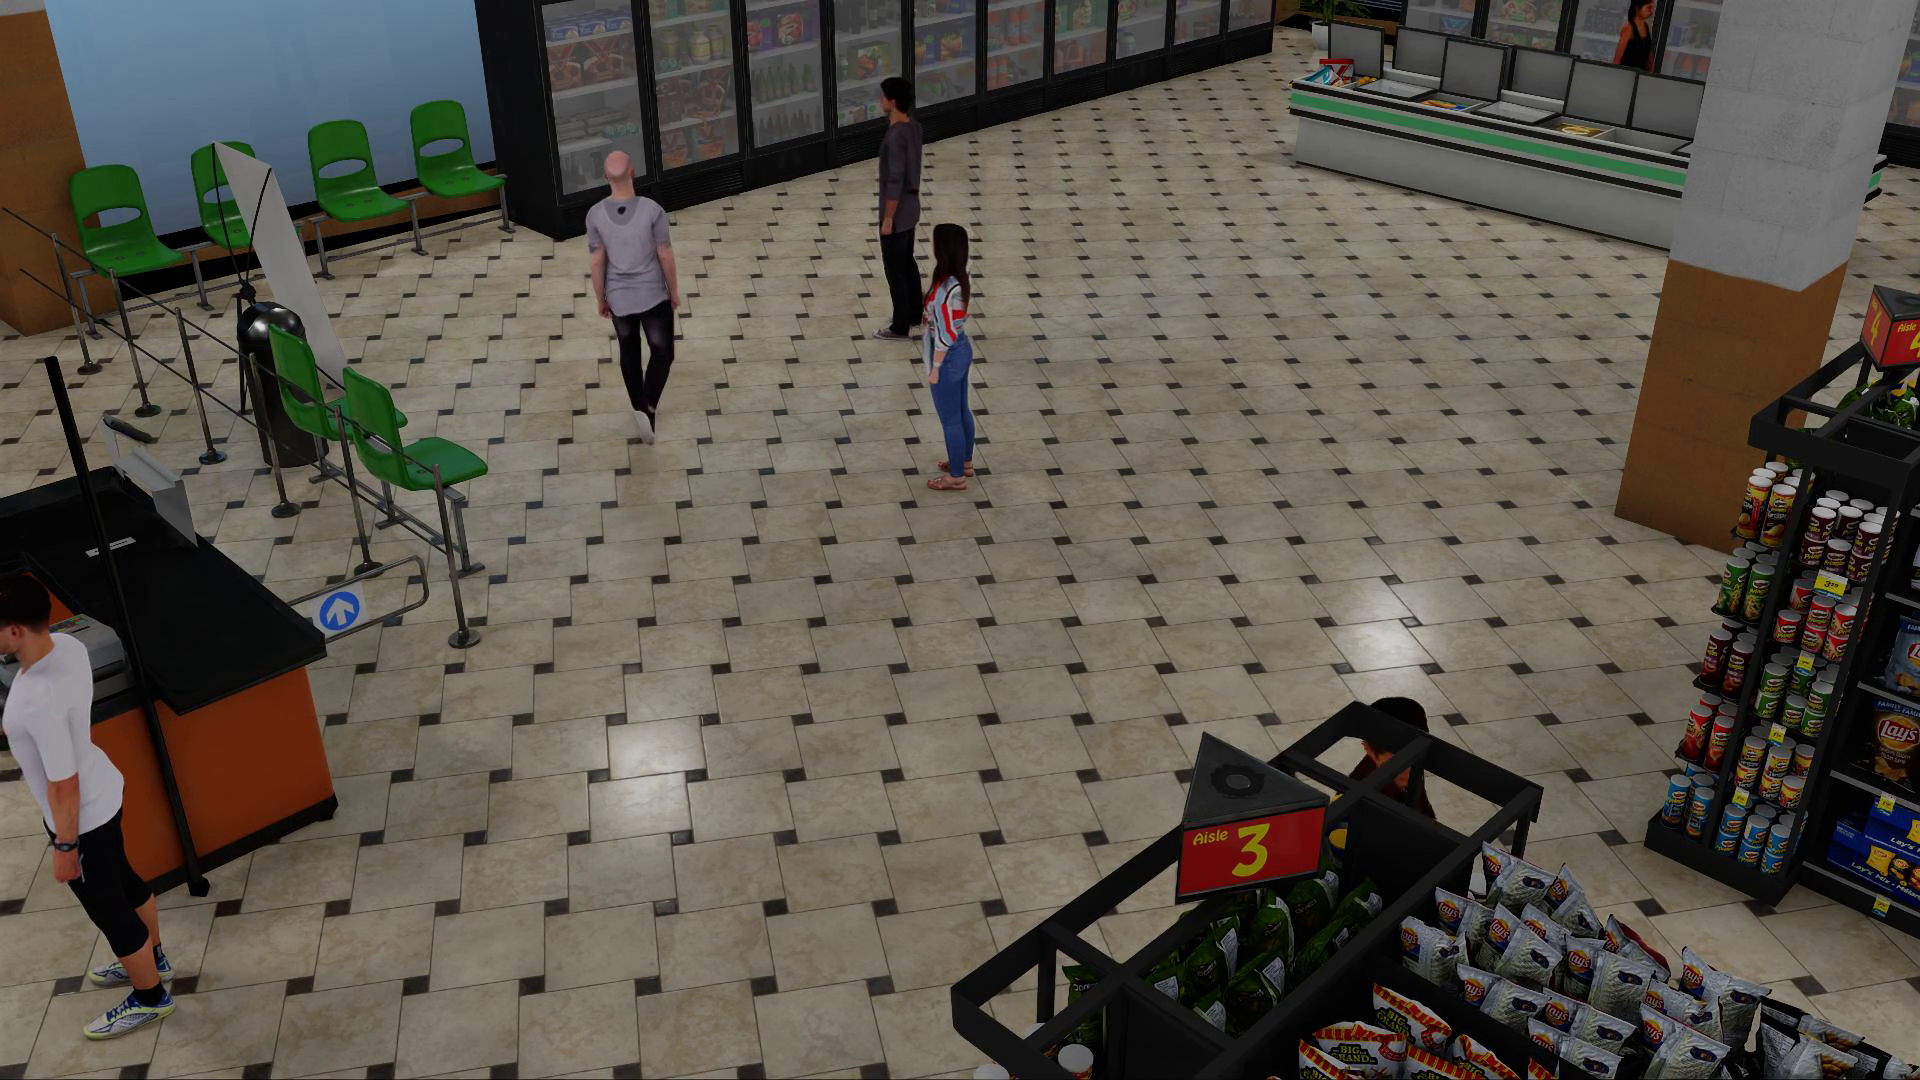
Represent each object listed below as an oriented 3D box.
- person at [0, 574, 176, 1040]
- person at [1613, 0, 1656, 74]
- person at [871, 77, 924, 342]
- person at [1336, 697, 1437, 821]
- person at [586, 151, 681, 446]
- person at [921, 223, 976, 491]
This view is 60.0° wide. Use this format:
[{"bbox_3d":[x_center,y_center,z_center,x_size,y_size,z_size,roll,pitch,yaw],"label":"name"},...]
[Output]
[{"bbox_3d":[-3.074,0.918,5.824,0.812,1.855,0.669,-10,30,-17],"label":"person"},{"bbox_3d":[6.192,-4.338,15.659,0.572,1.656,0.589,25,37,37],"label":"person"},{"bbox_3d":[-0.422,-2.348,11.812,0.754,1.851,0.767,9,30,16],"label":"person"},{"bbox_3d":[1.202,1.192,5.424,0.763,1.758,0.779,11,31,20],"label":"person"},{"bbox_3d":[-1.993,-1.452,10.208,1.110,1.815,1.129,2,29,3],"label":"person"},{"bbox_3d":[-0.054,-1.067,9.714,0.664,1.612,0.669,8,30,15],"label":"person"}]
